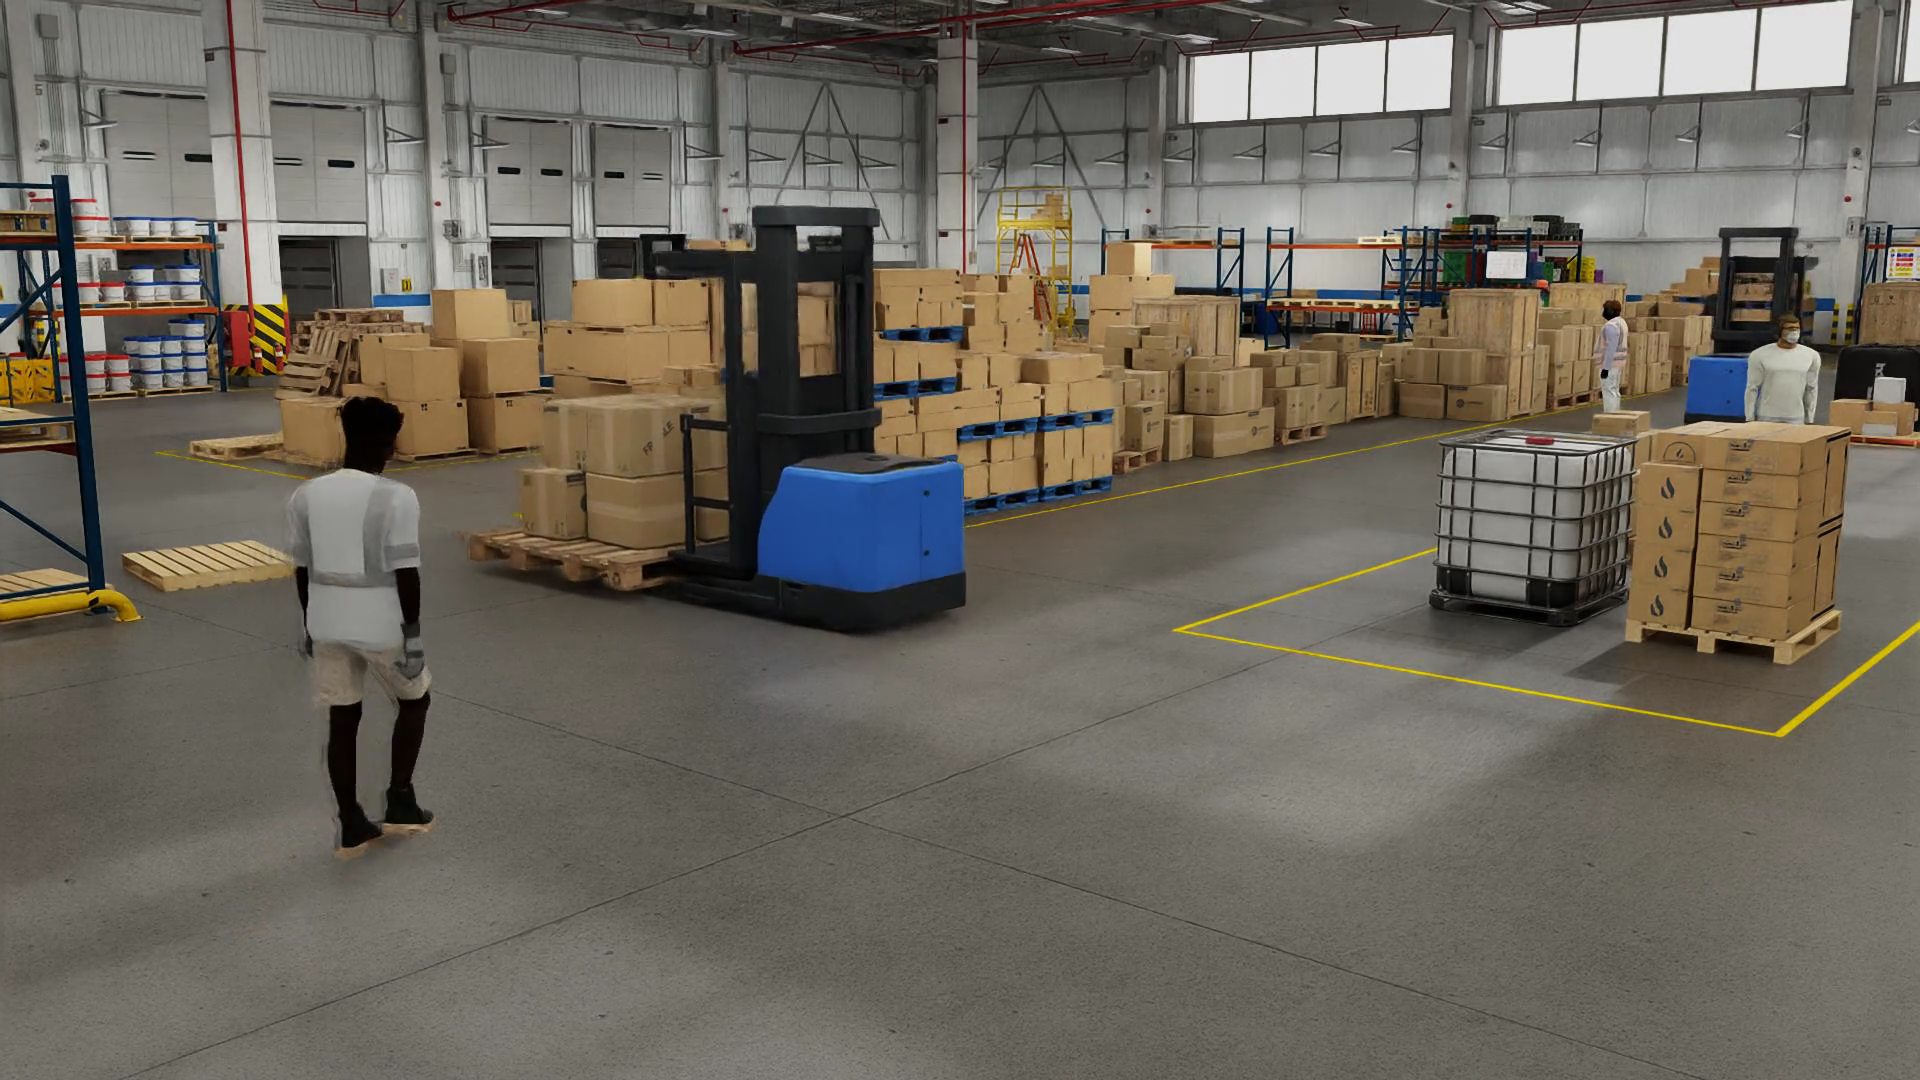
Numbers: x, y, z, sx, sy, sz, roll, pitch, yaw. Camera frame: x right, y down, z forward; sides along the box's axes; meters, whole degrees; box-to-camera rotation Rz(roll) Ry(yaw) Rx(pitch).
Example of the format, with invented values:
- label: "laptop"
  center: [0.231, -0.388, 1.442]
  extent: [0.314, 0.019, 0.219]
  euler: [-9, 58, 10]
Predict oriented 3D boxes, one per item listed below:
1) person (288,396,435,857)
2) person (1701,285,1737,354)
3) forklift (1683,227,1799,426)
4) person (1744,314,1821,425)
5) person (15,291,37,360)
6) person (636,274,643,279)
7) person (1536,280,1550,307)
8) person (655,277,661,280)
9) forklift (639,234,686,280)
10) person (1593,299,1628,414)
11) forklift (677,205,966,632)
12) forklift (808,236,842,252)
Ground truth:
- label: "person"
  center: [-2.505, 0.353, 7.061]
  extent: [0.630, 1.934, 0.594]
  euler: [2, 10, 13]
- label: "person"
  center: [14.932, -4.194, 32.988]
  extent: [0.795, 1.954, 0.416]
  euler: [8, 13, 39]
- label: "forklift"
  center: [10.798, -2.869, 22.727]
  extent: [1.129, 2.768, 1.873]
  euler: [8, 13, 40]
- label: "person"
  center: [7.664, -1.138, 15.548]
  extent: [0.636, 1.939, 0.364]
  euler: [2, 10, 12]
- label: "person"
  center: [-20.154, -4.583, 35.926]
  extent: [0.587, 1.664, 0.395]
  euler: [4, 11, 19]
- label: "person"
  center: [-7.530, -5.300, 39.282]
  extent: [0.366, 1.926, 0.594]
  euler: [8, 13, 37]
- label: "person"
  center: [11.699, -4.253, 33.370]
  extent: [0.802, 1.904, 0.571]
  euler: [3, 10, 14]
- label: "person"
  center: [-6.522, -4.725, 36.009]
  extent: [0.636, 1.931, 0.377]
  euler: [-5, 11, -26]
- label: "forklift"
  center: [-5.951, -4.756, 33.470]
  extent: [1.873, 2.768, 1.129]
  euler: [8, 13, 40]
- label: "person"
  center: [8.981, -2.400, 23.013]
  extent: [0.429, 1.841, 0.634]
  euler: [6, 12, 33]
- label: "forklift"
  center: [-0.965, -0.909, 11.568]
  extent: [1.873, 2.768, 1.129]
  euler: [8, 13, 40]
- label: "forklift"
  center: [-3.079, -5.743, 39.090]
  extent: [1.129, 2.768, 1.873]
  euler: [-6, 12, -30]
